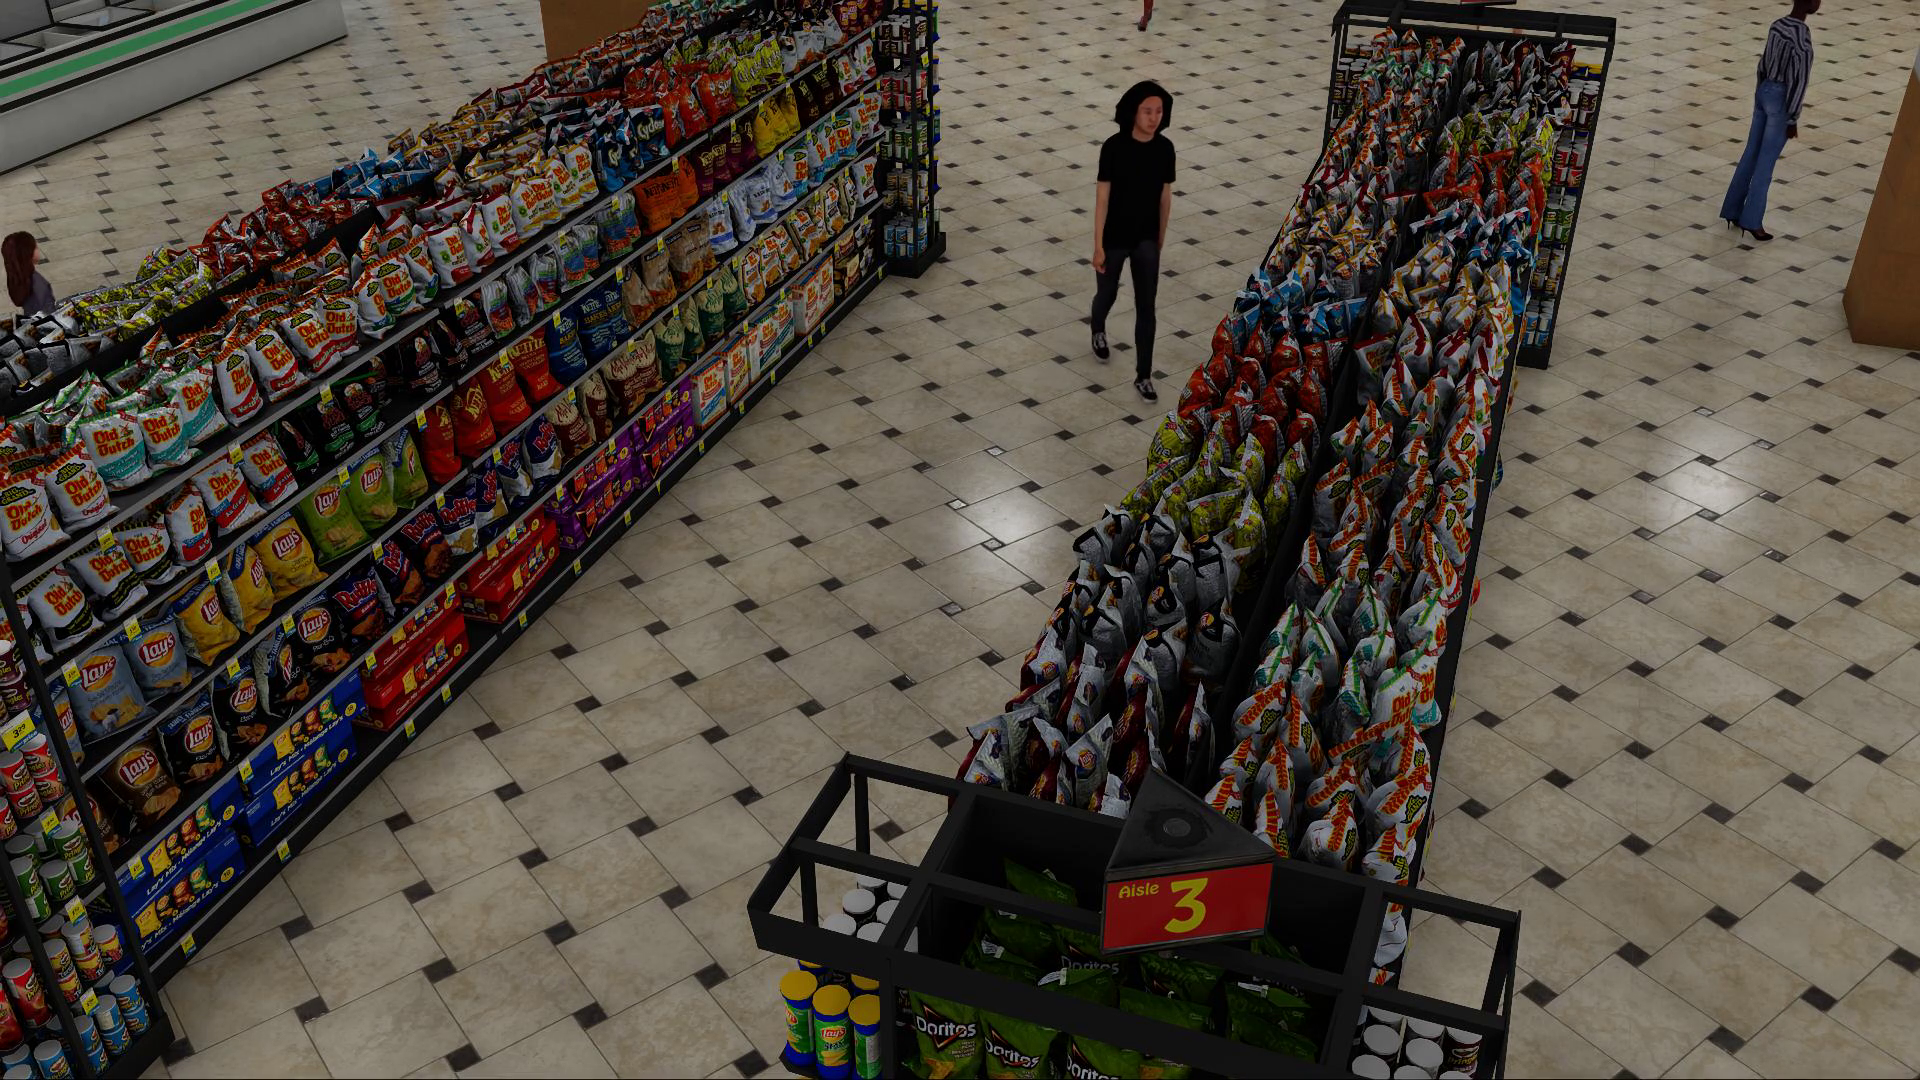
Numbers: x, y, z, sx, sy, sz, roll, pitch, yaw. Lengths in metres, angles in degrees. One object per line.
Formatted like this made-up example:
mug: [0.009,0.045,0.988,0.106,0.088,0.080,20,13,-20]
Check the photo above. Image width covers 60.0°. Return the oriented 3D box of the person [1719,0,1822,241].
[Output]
person: [5.718,-3.017,11.679,0.758,1.796,0.618,-3,32,-4]

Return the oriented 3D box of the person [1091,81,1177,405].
person: [0.952,-1.780,9.681,0.975,1.806,1.205,-4,32,-6]

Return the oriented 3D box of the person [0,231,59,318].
person: [-5.236,-1.213,9.438,0.567,1.101,0.619,27,41,36]

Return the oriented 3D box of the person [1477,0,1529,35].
person: [4.248,-3.826,13.174,0.643,1.590,0.653,-24,39,-33]
